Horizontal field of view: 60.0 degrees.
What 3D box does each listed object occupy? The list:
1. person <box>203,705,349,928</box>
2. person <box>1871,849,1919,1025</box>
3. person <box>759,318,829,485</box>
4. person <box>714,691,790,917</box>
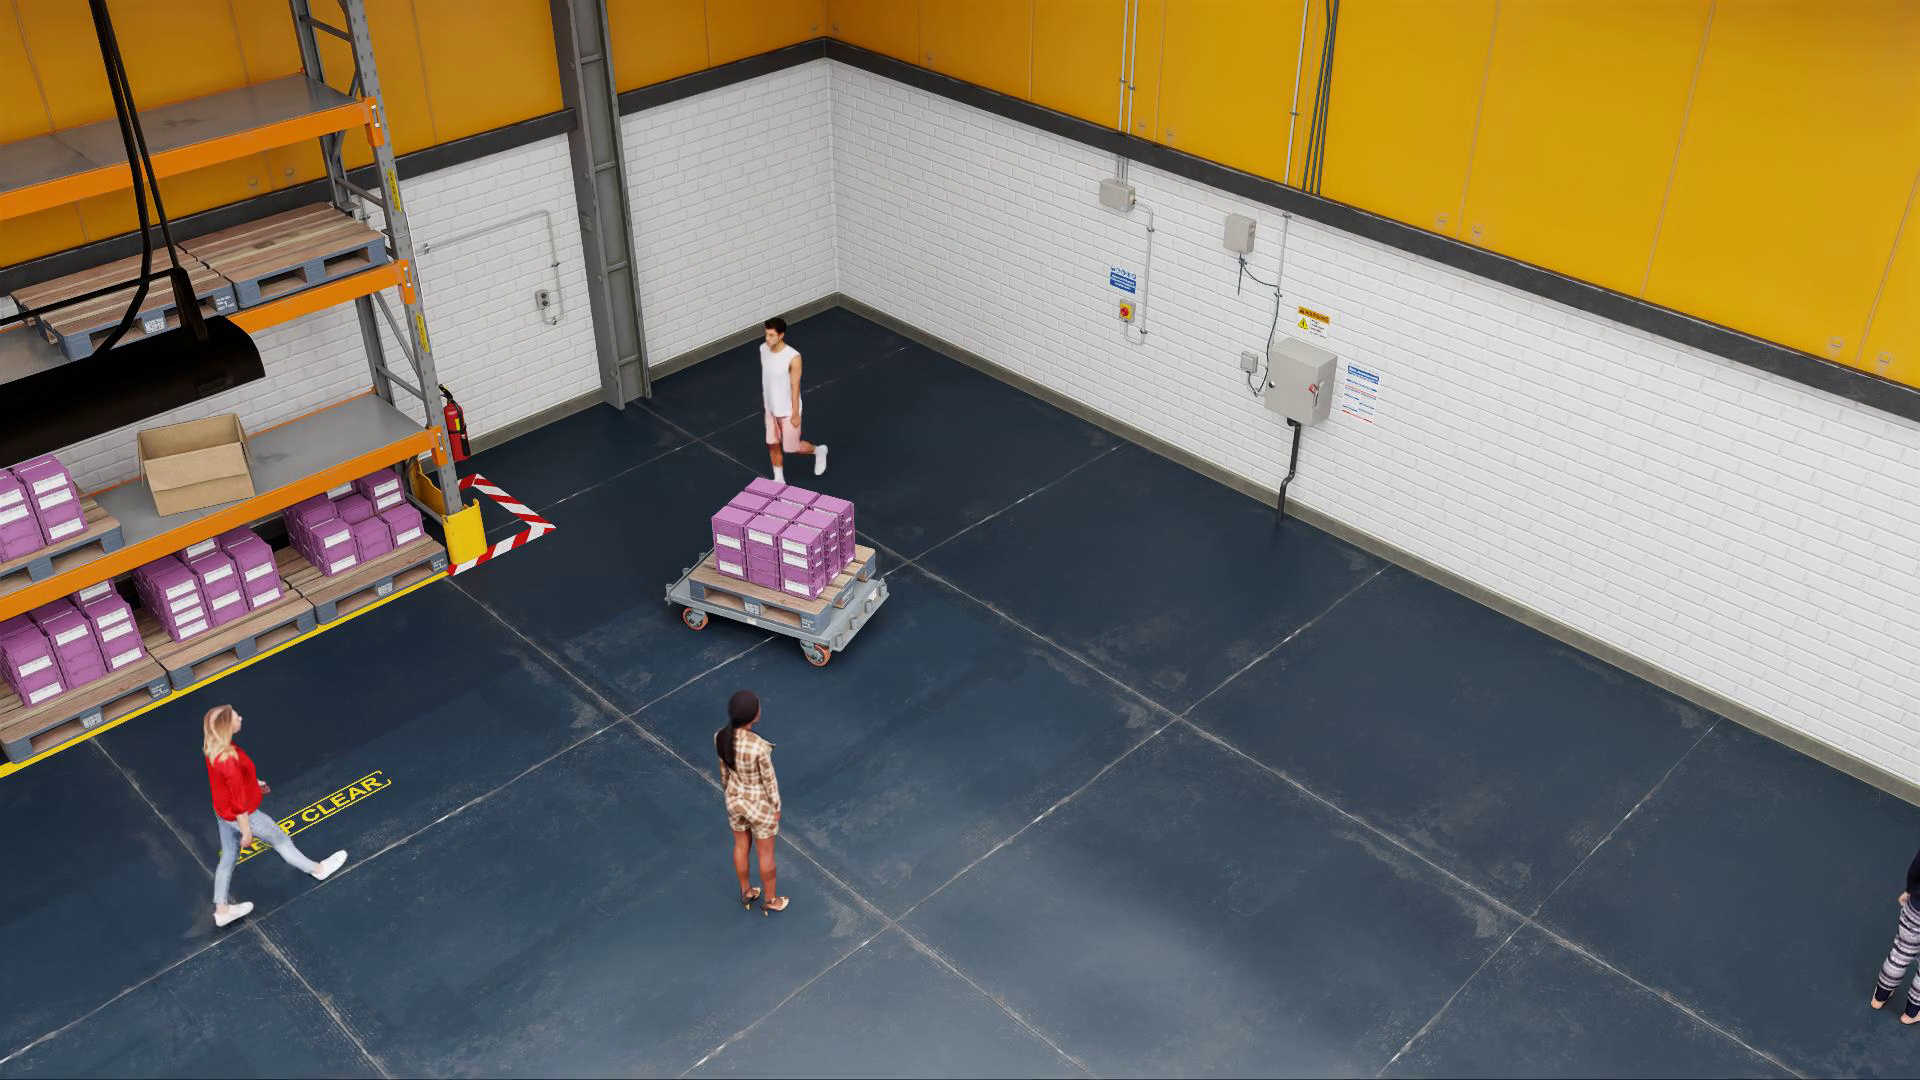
[{"bbox_3d":[-4.680,1.794,10.634,1.103,1.650,0.632,-28,43,-35],"label":"person"},{"bbox_3d":[5.854,2.203,9.943,0.537,1.734,0.625,-25,41,-32],"label":"person"},{"bbox_3d":[-1.536,-1.241,15.096,0.650,1.765,0.978,27,42,34],"label":"person"},{"bbox_3d":[-1.336,1.705,10.640,0.637,1.792,0.625,18,38,25],"label":"person"}]
